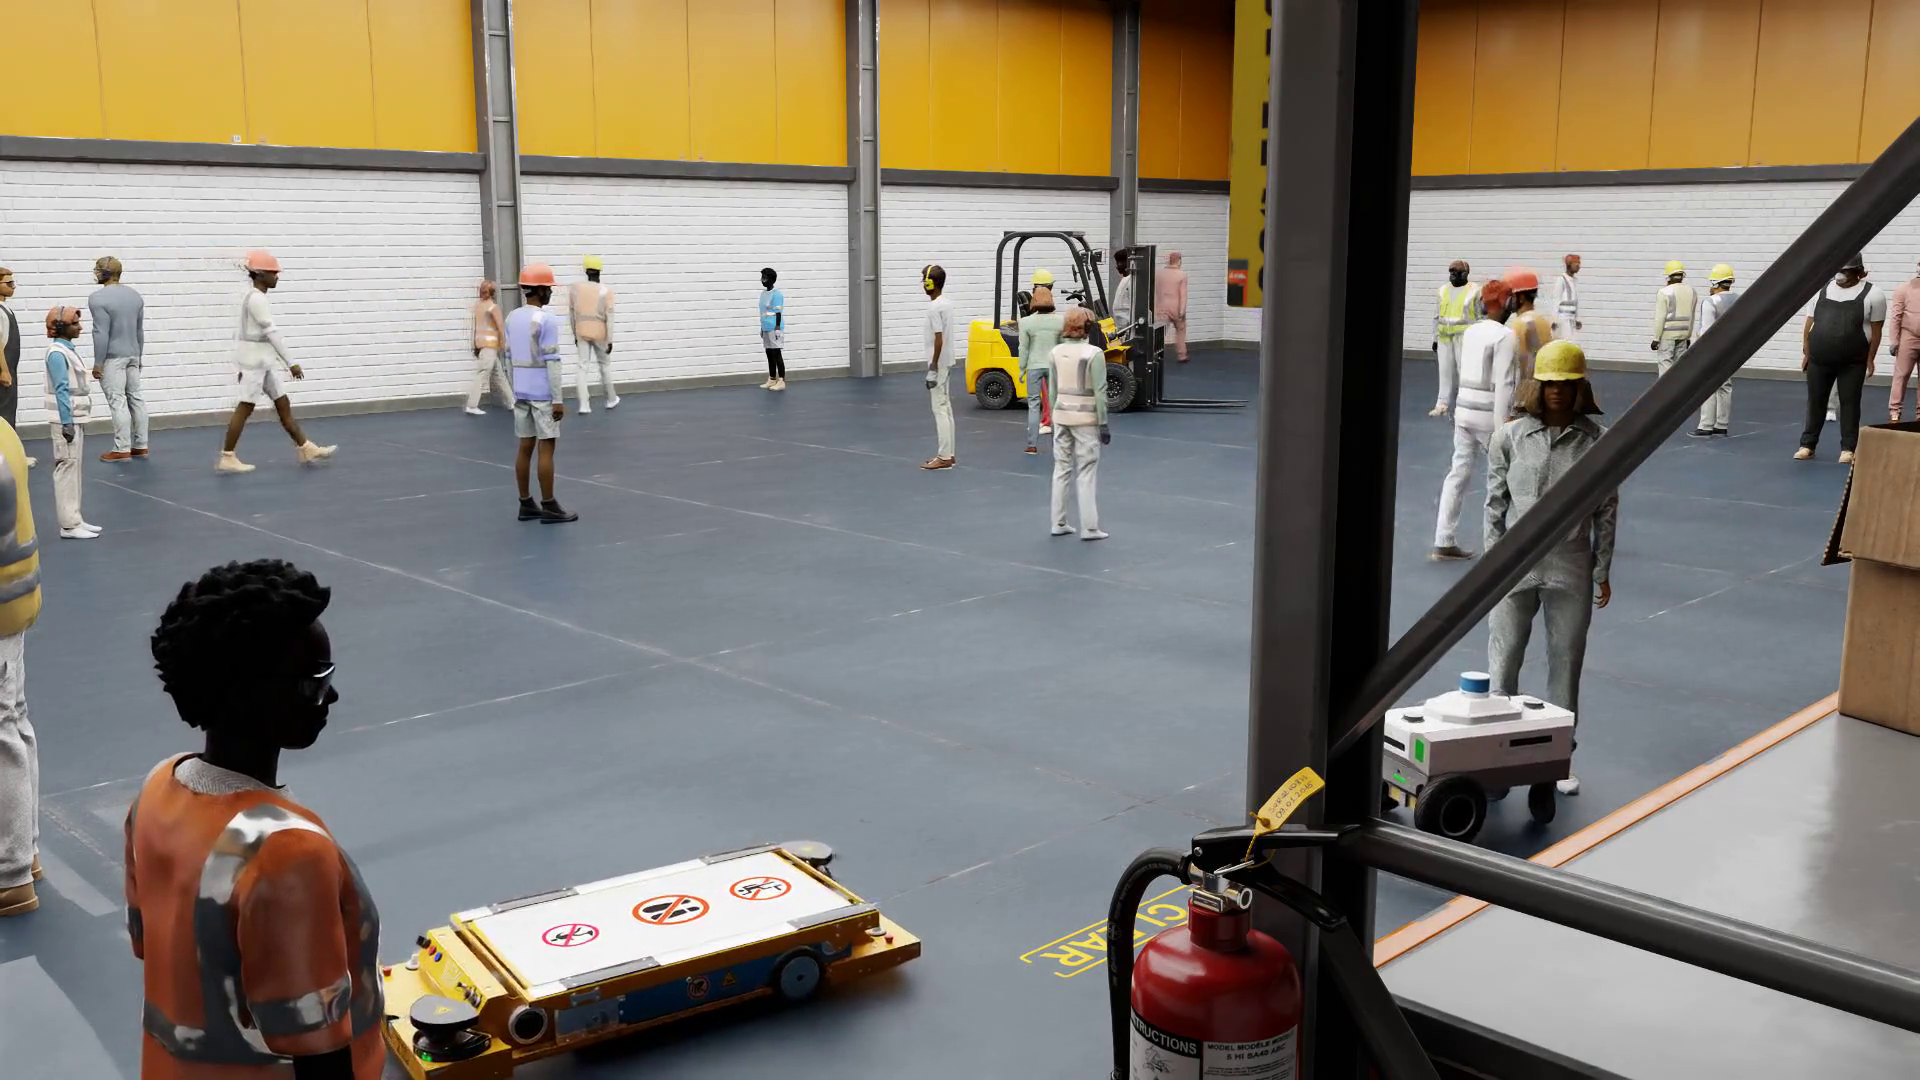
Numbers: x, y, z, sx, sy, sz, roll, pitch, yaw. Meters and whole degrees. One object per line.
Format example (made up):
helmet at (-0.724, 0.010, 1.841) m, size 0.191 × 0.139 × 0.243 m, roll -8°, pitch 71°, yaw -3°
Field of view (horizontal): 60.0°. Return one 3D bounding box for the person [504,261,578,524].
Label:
person at (-3.129, -1.091, 12.373) m, size 0.547 × 1.938 × 0.379 m, roll 8°, pitch 13°, yaw 37°

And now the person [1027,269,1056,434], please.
person at (0.892, -2.022, 17.922) m, size 0.310 × 1.769 × 0.522 m, roll -1°, pitch 10°, yaw -3°

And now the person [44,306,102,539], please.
person at (-6.289, -0.828, 11.755) m, size 0.314 × 1.639 × 0.517 m, roll -4°, pitch 11°, yaw -20°

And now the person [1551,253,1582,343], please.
person at (8.745, -3.194, 24.020) m, size 0.427 × 1.868 × 0.570 m, roll 8°, pitch 13°, yaw 37°

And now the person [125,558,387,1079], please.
person at (-0.979, 0.861, 2.380) m, size 0.316 × 1.697 × 0.542 m, roll -10°, pitch 14°, yaw -44°

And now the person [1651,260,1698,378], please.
person at (8.717, -2.505, 20.381) m, size 0.596 × 1.828 × 0.403 m, roll -4°, pitch 11°, yaw -21°

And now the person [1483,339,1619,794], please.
person at (2.245, 0.108, 6.363) m, size 0.485 × 1.744 × 0.308 m, roll 3°, pitch 11°, yaw 17°

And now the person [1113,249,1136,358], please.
person at (2.173, -2.822, 21.757) m, size 0.379 × 1.959 × 0.603 m, roll -1°, pitch 10°, yaw -7°

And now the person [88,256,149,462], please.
person at (-7.964, -1.707, 15.731) m, size 0.363 × 1.939 × 0.636 m, roll 2°, pitch 11°, yaw 12°

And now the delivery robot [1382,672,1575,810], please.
delivery robot at (1.855, 0.721, 6.014) m, size 0.707 × 0.478 × 0.477 m, roll -4°, pitch 11°, yaw -19°

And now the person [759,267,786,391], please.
person at (-2.605, -2.913, 22.985) m, size 0.319 × 1.691 × 0.535 m, roll -7°, pitch 12°, yaw -32°

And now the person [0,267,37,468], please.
person at (-8.741, -1.572, 15.248) m, size 0.333 × 1.844 × 0.514 m, roll -5°, pitch 11°, yaw -24°

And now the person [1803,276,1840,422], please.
person at (10.194, -2.353, 19.411) m, size 0.590 × 1.894 × 0.914 m, roll 6°, pitch 12°, yaw 30°

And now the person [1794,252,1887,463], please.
person at (8.262, -1.743, 15.649) m, size 0.672 × 2.000 × 0.536 m, roll 9°, pitch 14°, yaw 42°

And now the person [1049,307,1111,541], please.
person at (0.821, -0.815, 11.691) m, size 0.312 × 1.637 × 0.520 m, roll -10°, pitch 14°, yaw -42°

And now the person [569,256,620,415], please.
person at (-4.411, -2.472, 20.078) m, size 0.597 × 1.875 × 0.976 m, roll 1°, pitch 10°, yaw 5°

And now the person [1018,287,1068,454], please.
person at (0.812, -1.647, 16.236) m, size 0.499 × 1.634 × 0.288 m, roll -1°, pitch 10°, yaw -8°

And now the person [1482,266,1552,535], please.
person at (3.940, -0.938, 11.572) m, size 0.515 × 1.921 × 0.565 m, roll 9°, pitch 14°, yaw 41°

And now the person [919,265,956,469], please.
person at (-0.210, -1.572, 15.199) m, size 0.325 × 1.865 × 0.516 m, roll 2°, pitch 11°, yaw 12°

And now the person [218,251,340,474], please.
person at (-6.244, -1.601, 15.021) m, size 1.070 × 1.979 × 0.622 m, roll -4°, pitch 11°, yaw -23°

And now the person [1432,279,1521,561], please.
person at (3.502, -0.768, 10.868) m, size 0.872 × 1.839 × 0.591 m, roll -3°, pitch 11°, yaw -18°

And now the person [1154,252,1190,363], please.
person at (3.498, -3.857, 27.667) m, size 0.637 × 1.869 × 0.956 m, roll 8°, pitch 13°, yaw 38°

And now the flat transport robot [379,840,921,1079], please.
flat transport robot at (-0.886, 1.152, 4.690) m, size 1.431 × 0.197 × 0.652 m, roll -7°, pitch 12°, yaw -33°

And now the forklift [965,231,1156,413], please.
forklift at (1.222, -2.721, 20.561) m, size 2.313 × 2.155 × 1.214 m, roll 2°, pitch 11°, yaw 13°

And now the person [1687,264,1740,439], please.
person at (7.962, -1.983, 17.524) m, size 0.600 × 1.831 × 0.404 m, roll -6°, pitch 12°, yaw -29°

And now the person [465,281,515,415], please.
person at (-5.575, -2.297, 19.884) m, size 0.875 × 1.584 × 0.539 m, roll -9°, pitch 13°, yaw -39°

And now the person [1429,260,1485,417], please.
person at (5.801, -2.340, 19.450) m, size 0.635 × 1.840 × 0.429 m, roll 10°, pitch 15°, yaw 44°

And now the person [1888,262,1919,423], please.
person at (10.790, -2.230, 18.670) m, size 0.644 × 1.907 × 0.399 m, roll 2°, pitch 11°, yaw 12°

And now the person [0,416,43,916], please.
person at (-3.117, 0.269, 5.215) m, size 0.429 × 1.846 × 0.626 m, roll -4°, pitch 11°, yaw -22°
